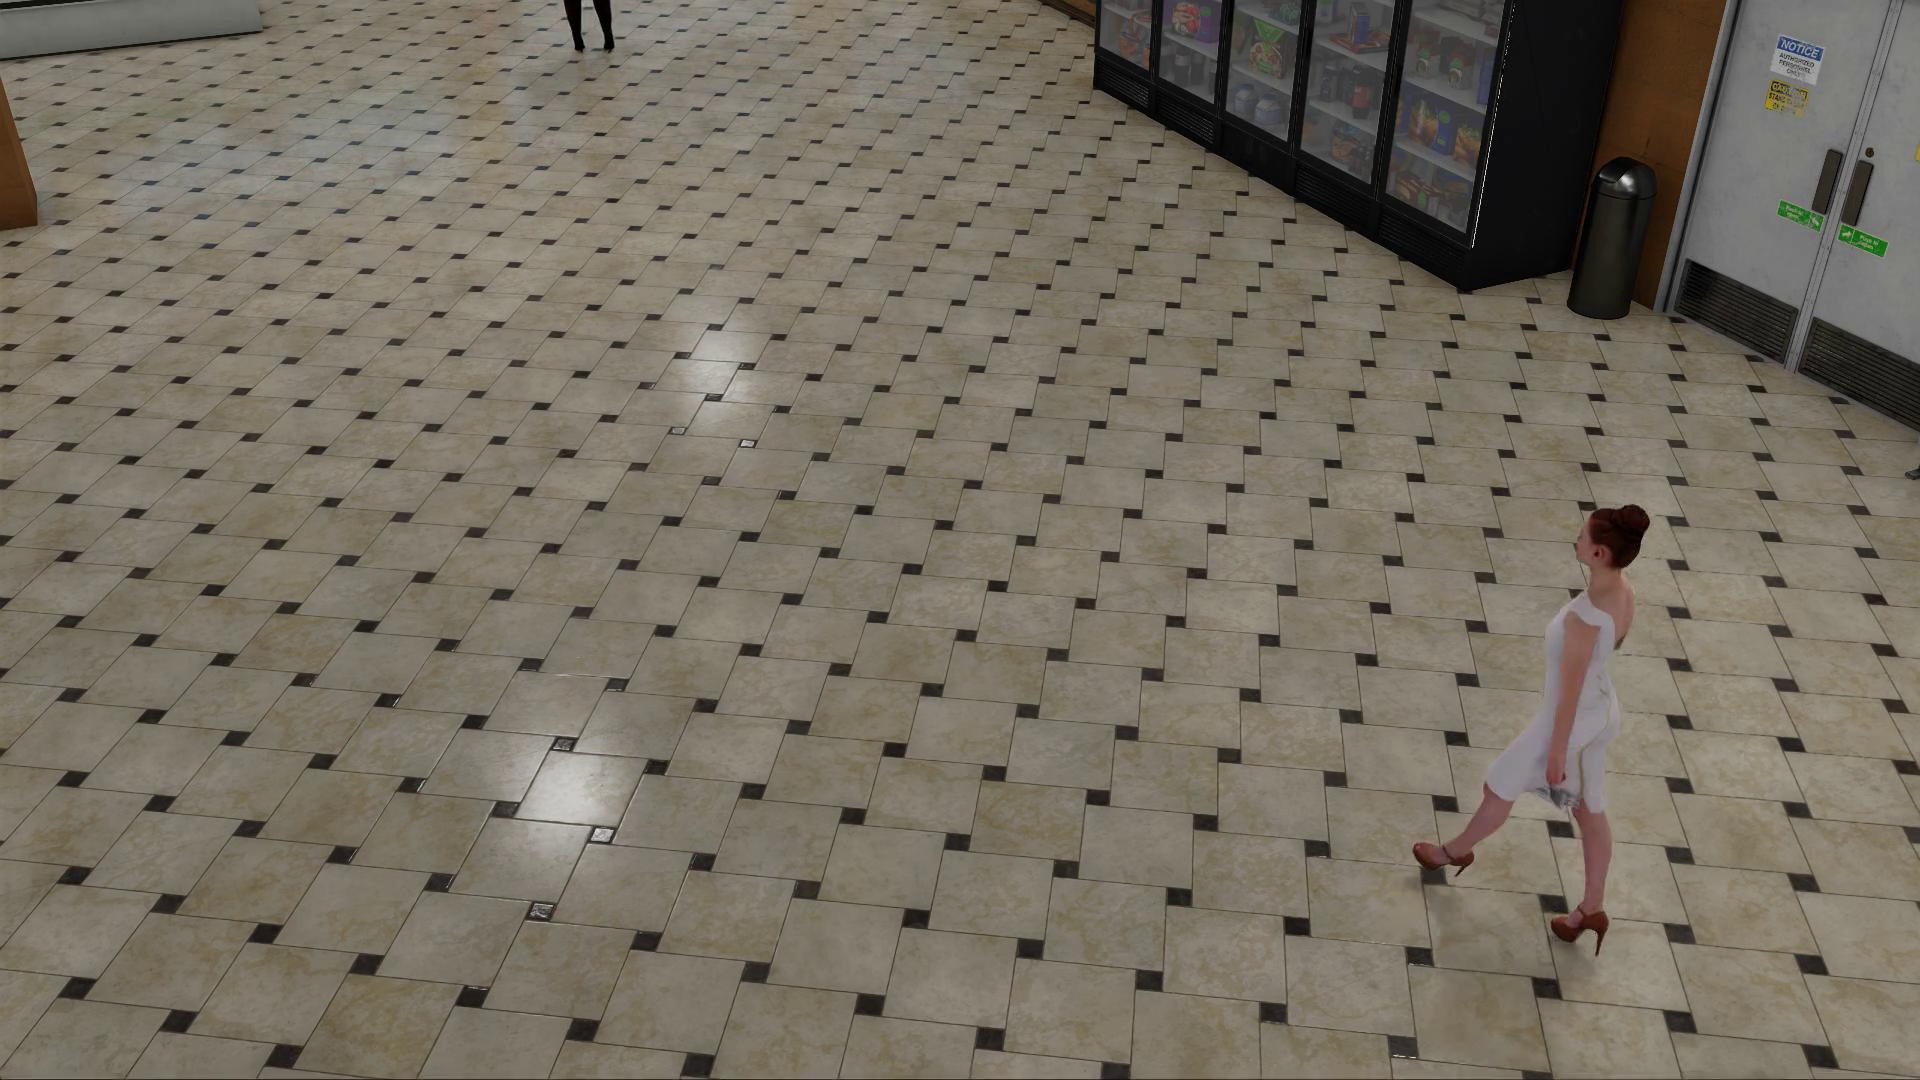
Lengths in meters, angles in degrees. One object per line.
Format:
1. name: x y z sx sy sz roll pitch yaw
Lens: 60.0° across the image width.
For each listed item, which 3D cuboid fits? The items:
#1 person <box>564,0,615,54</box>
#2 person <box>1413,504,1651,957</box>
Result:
1. person: -3.519 -5.435 15.466 0.641 1.755 0.788 -5 32 -8
2. person: 2.151 0.696 5.606 0.881 1.764 0.985 26 40 35
